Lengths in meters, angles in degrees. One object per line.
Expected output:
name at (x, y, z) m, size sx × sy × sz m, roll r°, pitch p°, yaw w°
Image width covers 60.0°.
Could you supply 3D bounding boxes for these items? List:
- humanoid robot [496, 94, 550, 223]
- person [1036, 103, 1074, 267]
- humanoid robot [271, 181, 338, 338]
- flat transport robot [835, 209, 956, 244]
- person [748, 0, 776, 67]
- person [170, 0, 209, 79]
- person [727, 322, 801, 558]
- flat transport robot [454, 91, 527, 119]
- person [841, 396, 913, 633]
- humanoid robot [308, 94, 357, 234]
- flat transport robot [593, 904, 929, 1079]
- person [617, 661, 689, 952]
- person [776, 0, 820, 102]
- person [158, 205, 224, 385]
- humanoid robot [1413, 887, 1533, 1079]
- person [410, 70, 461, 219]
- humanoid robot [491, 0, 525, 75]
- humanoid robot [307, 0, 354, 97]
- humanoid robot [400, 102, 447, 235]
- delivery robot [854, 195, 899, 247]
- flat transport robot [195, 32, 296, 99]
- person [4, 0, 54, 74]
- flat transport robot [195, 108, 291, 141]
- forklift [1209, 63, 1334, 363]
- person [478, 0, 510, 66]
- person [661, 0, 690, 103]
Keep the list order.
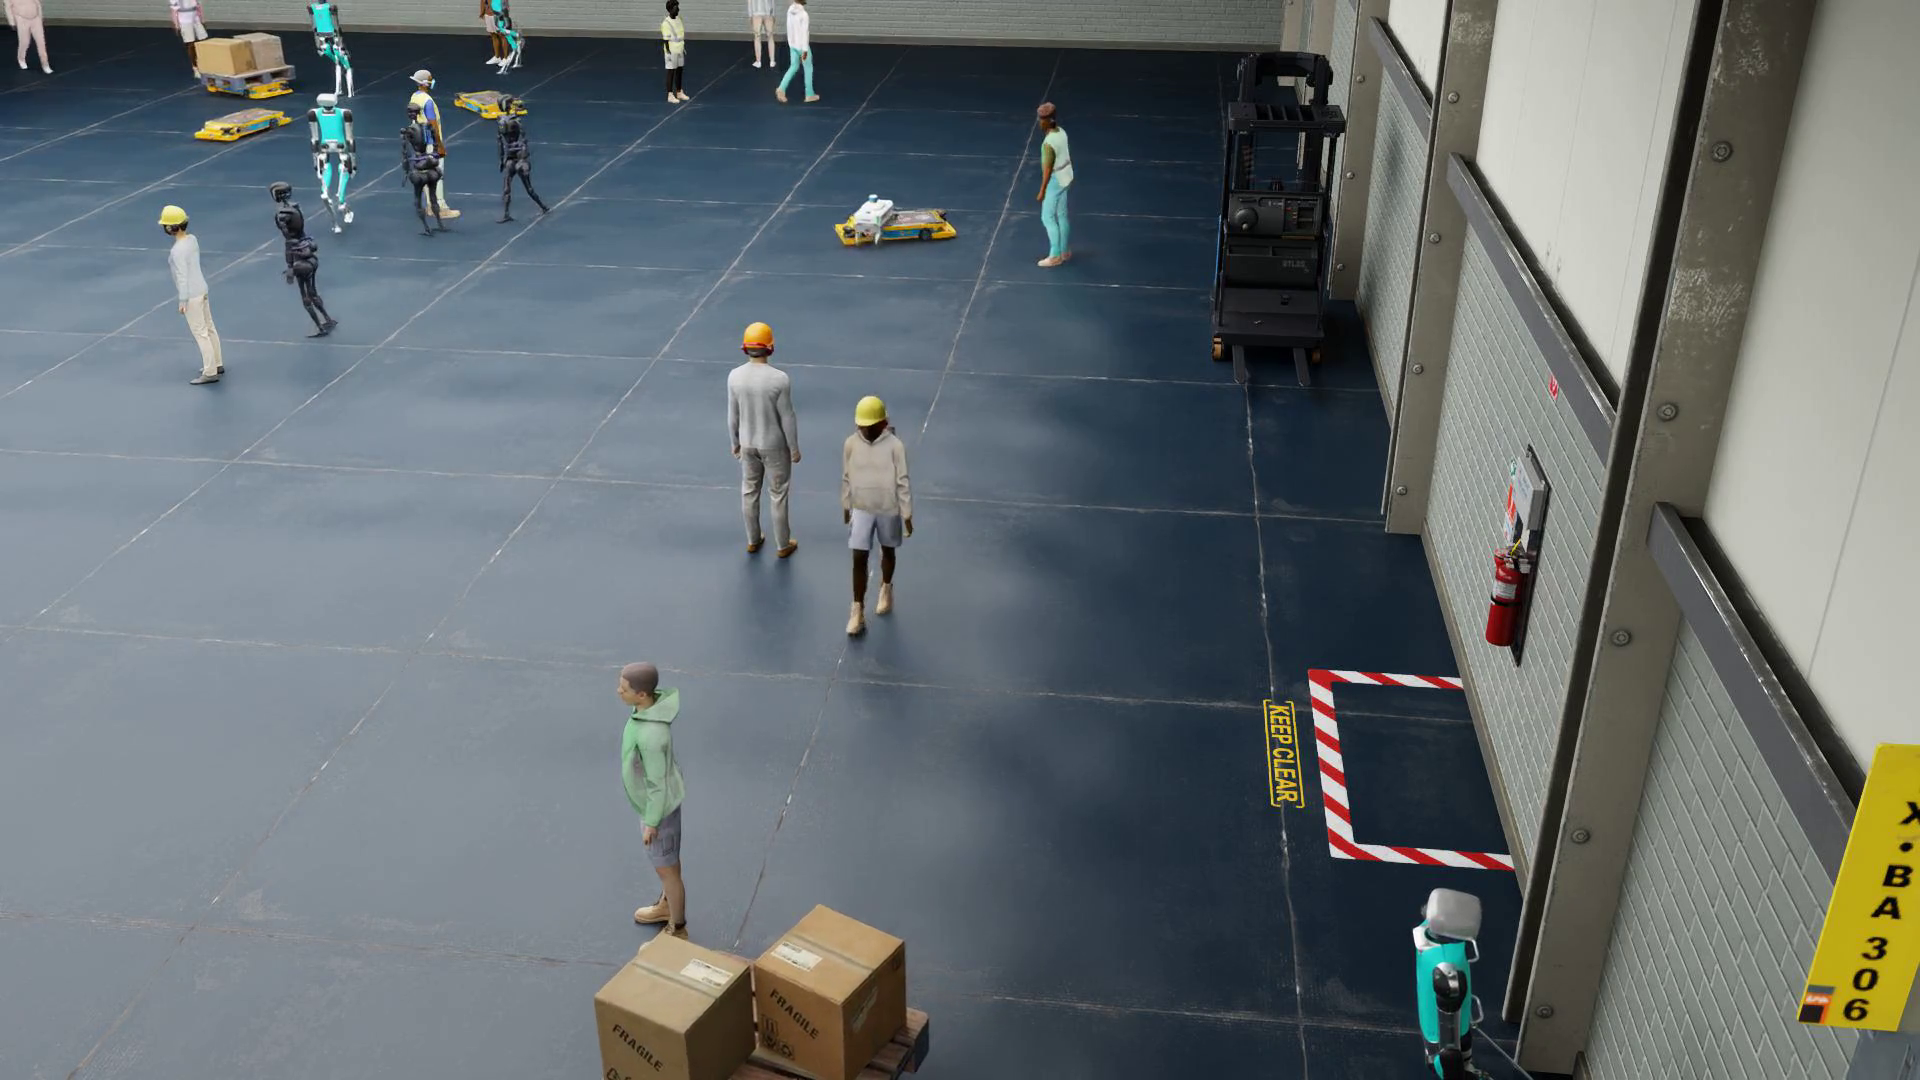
humanoid robot at (-5.724, -4.932, 21.489) m, size 0.608 × 1.642 × 0.782 m, roll 19°, pitch 32°, yaw 33°
person at (1.169, -4.249, 19.765) m, size 0.395 × 1.955 × 0.715 m, roll 11°, pitch 29°, yaw 20°
humanoid robot at (-6.915, -2.966, 17.501) m, size 0.377 × 1.643 × 0.588 m, roll -1°, pitch 27°, yaw -3°
flat transport robot at (-0.816, -3.954, 21.031) m, size 1.431 × 0.231 × 0.659 m, roll -6°, pitch 27°, yaw -12°
person at (-3.654, -9.691, 30.705) m, size 0.508 × 1.868 × 0.399 m, roll -4°, pitch 27°, yaw -7°
person at (-13.732, -9.249, 29.664) m, size 0.552 × 2.010 × 0.628 m, roll 16°, pitch 31°, yaw 29°
person at (-1.512, -0.763, 12.859) m, size 0.569 × 1.889 × 0.389 m, roll 7°, pitch 28°, yaw 15°
flat transport robot at (-7.779, -7.207, 27.527) m, size 0.659 × 0.231 × 1.431 m, roll -19°, pitch 32°, yaw -33°
person at (-0.603, -0.175, 11.847) m, size 0.566 × 1.730 × 0.797 m, roll 4°, pitch 27°, yaw 7°
humanoid robot at (-7.823, -4.648, 20.797) m, size 0.555 × 1.738 × 1.044 m, roll -5°, pitch 27°, yaw -10°
flat transport robot at (-0.872, 2.624, 7.901) m, size 0.659 × 0.231 × 1.431 m, roll 11°, pitch 29°, yaw 21°
person at (-1.594, 1.392, 8.715) m, size 0.347 × 1.742 × 0.469 m, roll -6°, pitch 27°, yaw -11°
person at (-2.730, -8.254, 27.816) m, size 0.478 × 1.885 × 0.815 m, roll 21°, pitch 33°, yaw 35°
person at (-7.517, -2.400, 16.256) m, size 0.303 × 1.770 × 0.524 m, roll -3°, pitch 27°, yaw -6°
humanoid robot at (2.210, 2.213, 6.974) m, size 0.753 × 1.692 × 0.534 m, roll 3°, pitch 27°, yaw 6°
person at (-6.860, -5.122, 21.555) m, size 0.401 × 1.893 × 0.524 m, roll -21°, pitch 33°, yaw -36°
humanoid robot at (-8.181, -9.365, 30.182) m, size 0.920 × 1.756 × 0.545 m, roll -20°, pitch 33°, yaw -34°
humanoid robot at (-10.623, -8.427, 28.322) m, size 0.530 × 1.784 × 0.698 m, roll 6°, pitch 27°, yaw 11°
humanoid robot at (-6.738, -4.659, 20.860) m, size 0.326 × 1.647 × 0.590 m, roll 16°, pitch 31°, yaw 29°
delivery robot at (-1.073, -4.023, 20.857) m, size 0.499 × 0.601 × 0.803 m, roll 6°, pitch 27°, yaw 12°
flat transport robot at (-12.319, -7.844, 28.798) m, size 1.431 × 0.231 × 0.659 m, roll 16°, pitch 31°, yaw 28°
person at (-16.997, -9.470, 30.242) m, size 0.785 × 1.885 × 0.653 m, roll 19°, pitch 32°, yaw 34°
flat transport robot at (-11.298, -6.552, 26.219) m, size 0.659 × 0.231 × 1.431 m, roll 9°, pitch 28°, yaw 17°
forklift at (3.241, -3.477, 17.183) m, size 1.129 × 2.768 × 1.873 m, roll 3°, pitch 27°, yaw 6°
person at (-8.625, -9.786, 30.902) m, size 0.790 × 1.856 × 0.395 m, roll 18°, pitch 32°, yaw 32°
person at (-4.797, -8.221, 27.964) m, size 0.322 × 1.688 × 0.528 m, roll 12°, pitch 29°, yaw 22°
